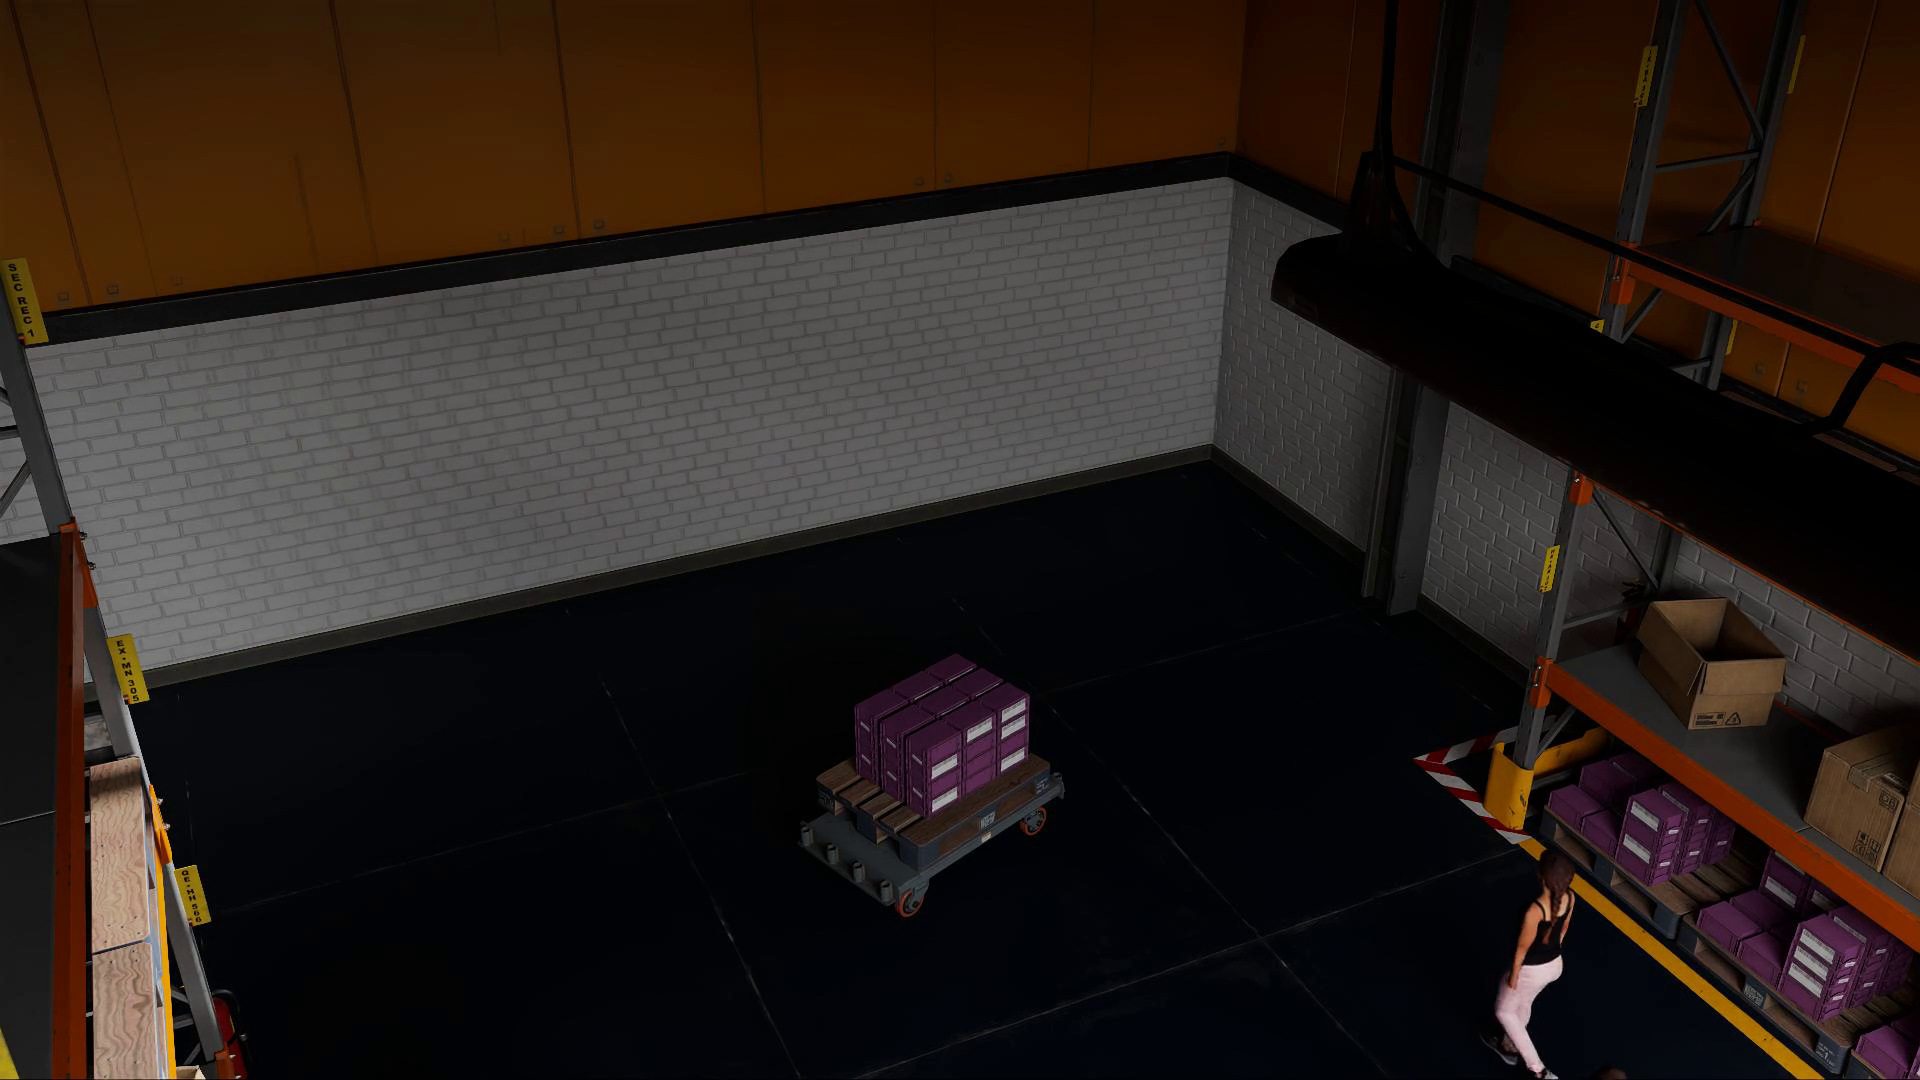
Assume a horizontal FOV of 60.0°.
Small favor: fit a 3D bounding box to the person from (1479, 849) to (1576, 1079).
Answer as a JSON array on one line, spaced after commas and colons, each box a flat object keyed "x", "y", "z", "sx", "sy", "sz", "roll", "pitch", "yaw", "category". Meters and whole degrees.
[{"x": 3.148, "y": 2.347, "z": 9.014, "sx": 0.514, "sy": 1.548, "sz": 0.832, "roll": -13, "pitch": 31, "yaw": -23, "category": "person"}]
